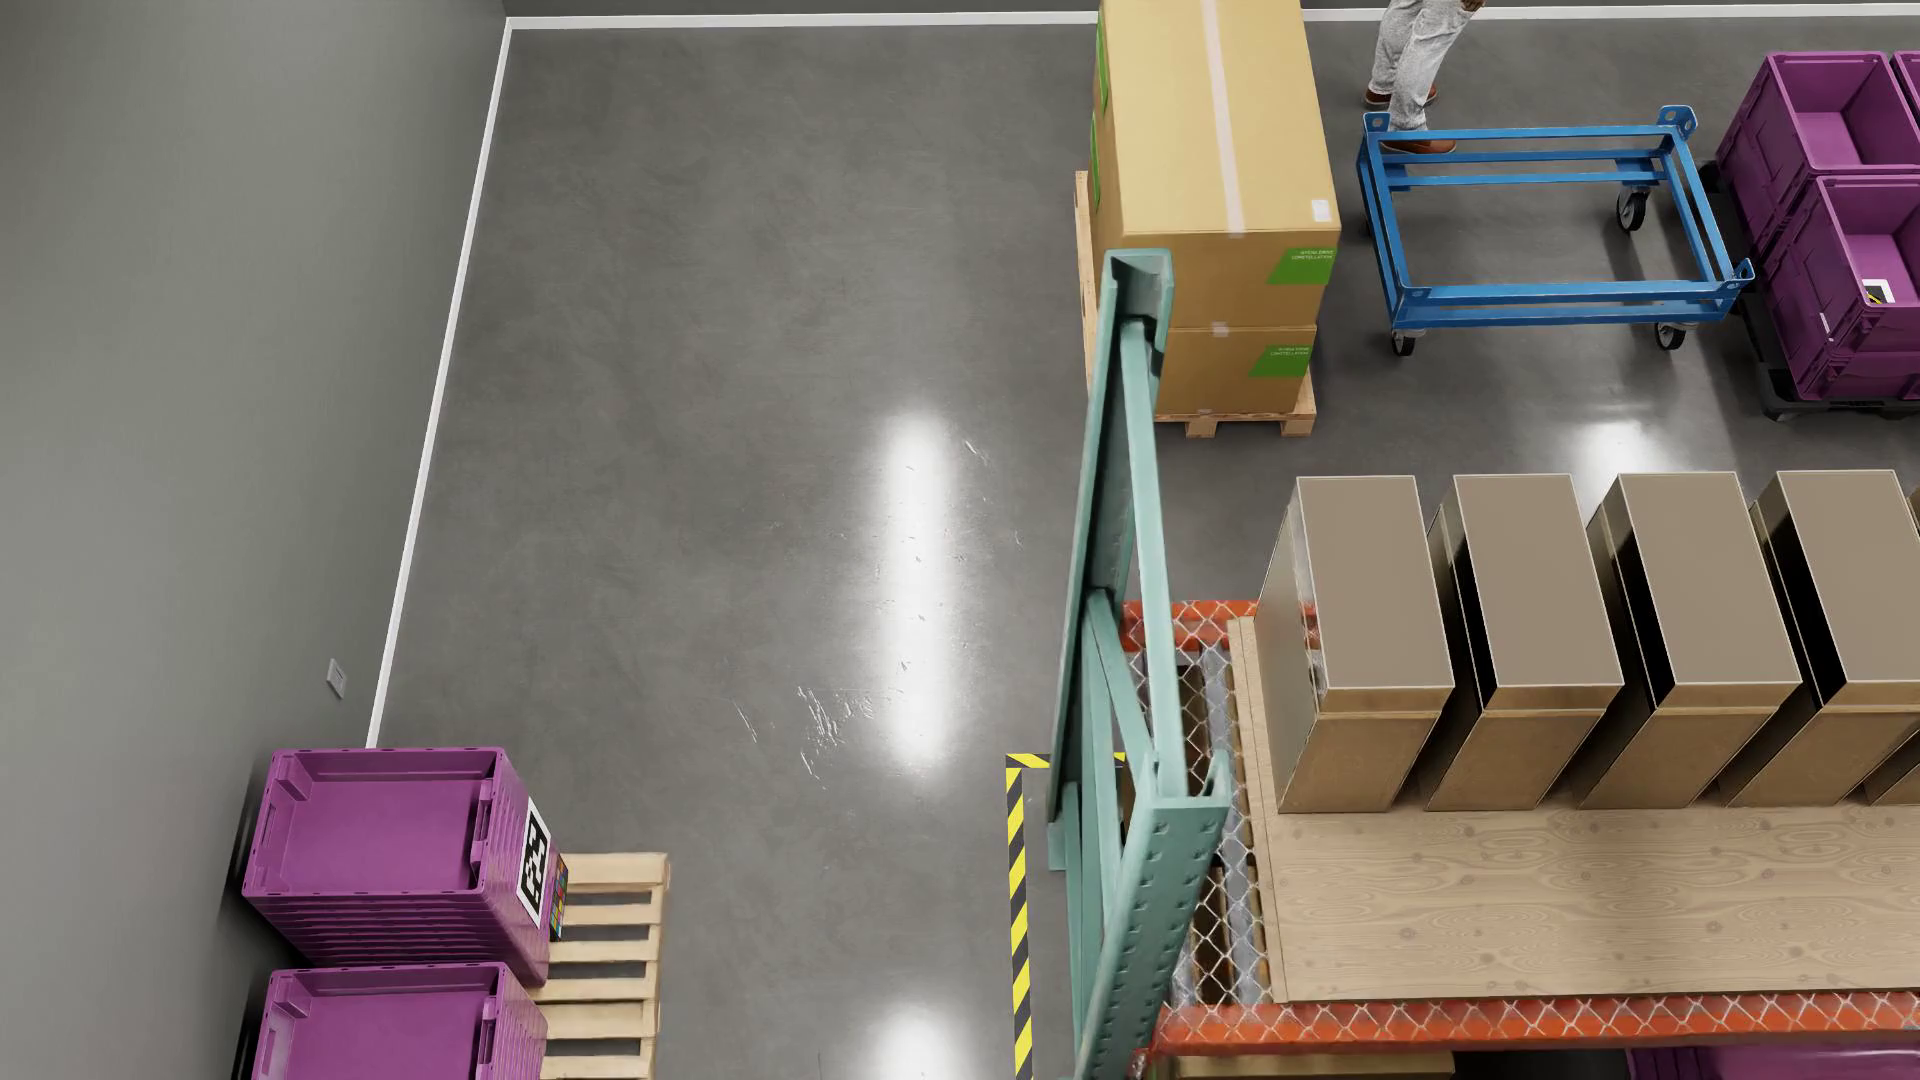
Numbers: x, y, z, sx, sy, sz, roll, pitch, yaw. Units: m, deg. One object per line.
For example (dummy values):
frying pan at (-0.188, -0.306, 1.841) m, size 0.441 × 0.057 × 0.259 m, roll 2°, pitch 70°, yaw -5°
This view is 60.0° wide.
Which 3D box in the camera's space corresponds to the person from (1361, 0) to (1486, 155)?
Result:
person at (1.834, -2.243, 6.078) m, size 0.353 × 1.937 × 0.635 m, roll -3°, pitch 58°, yaw -2°
